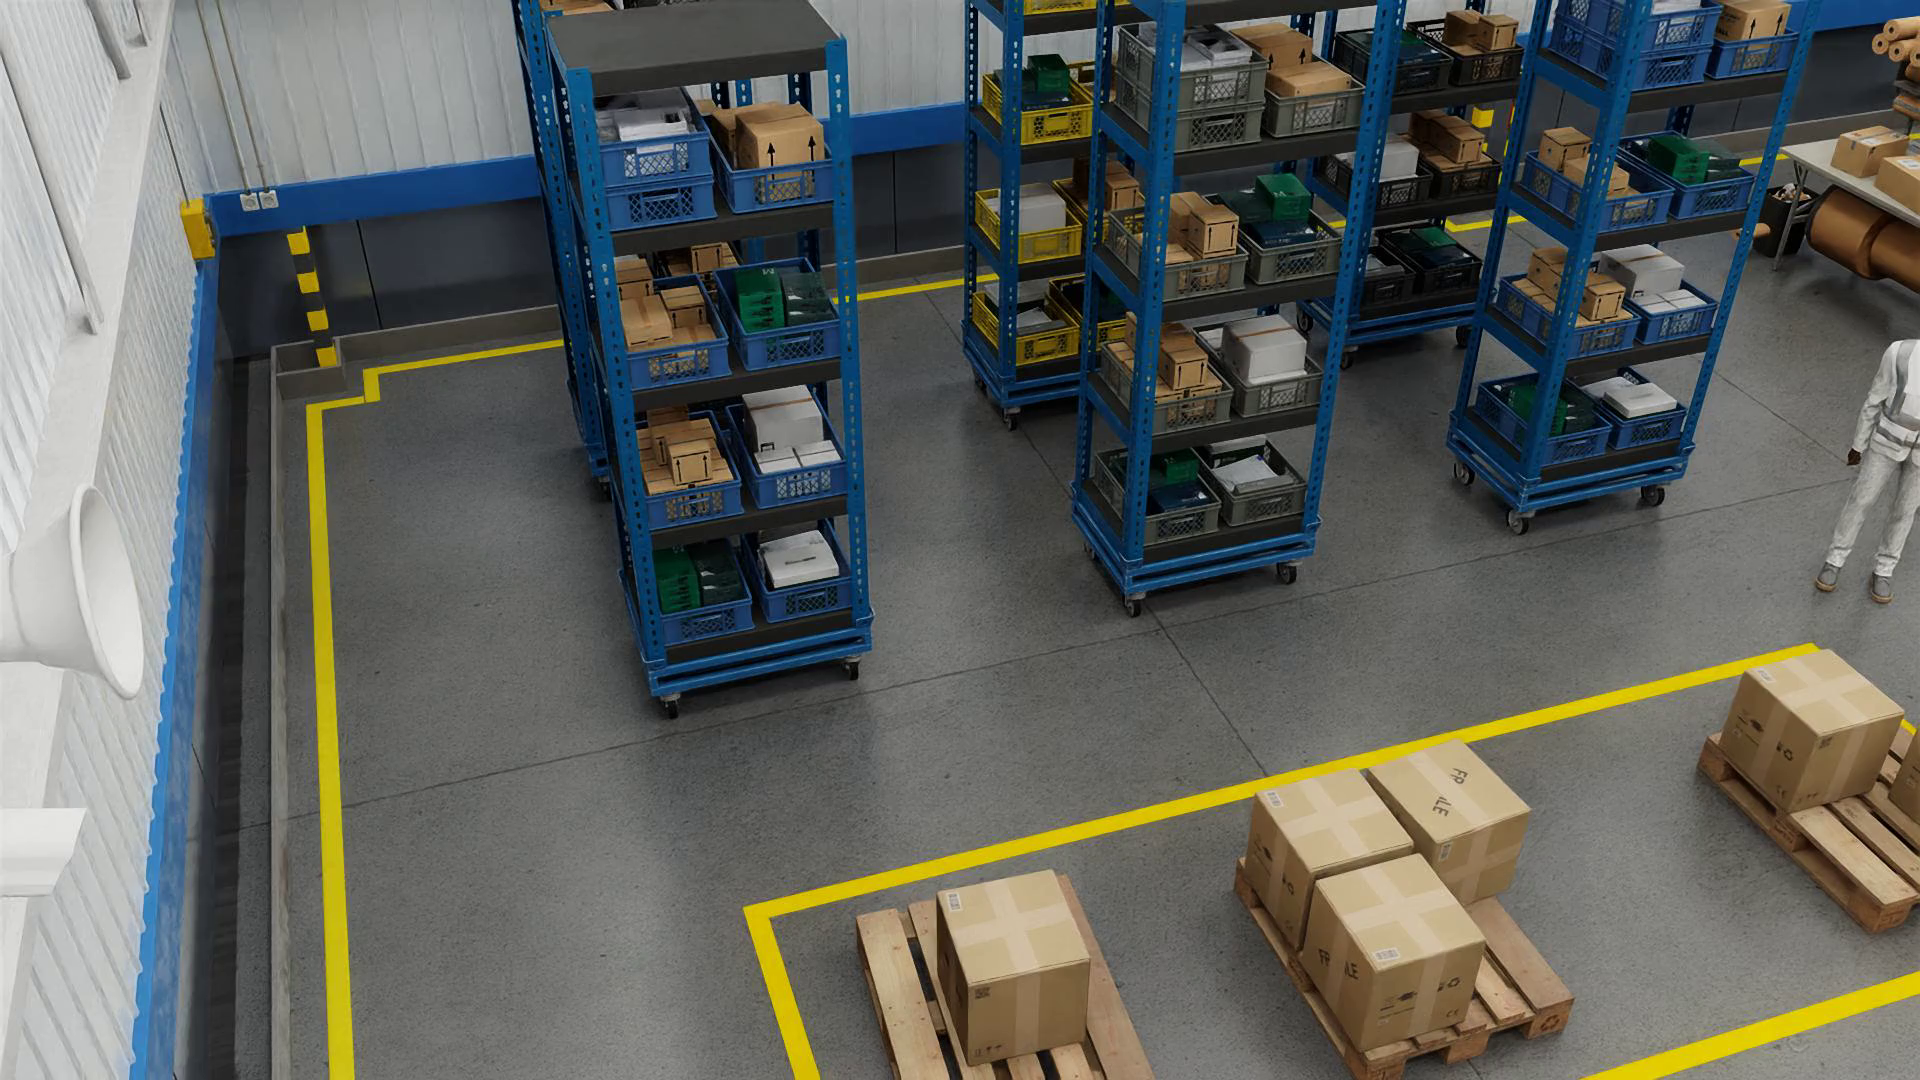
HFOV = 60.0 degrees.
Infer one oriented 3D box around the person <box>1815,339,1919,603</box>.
[{"bbox_3d":[5.329,-0.500,9.365,0.576,1.882,0.354,14,38,19],"label":"person"}]
